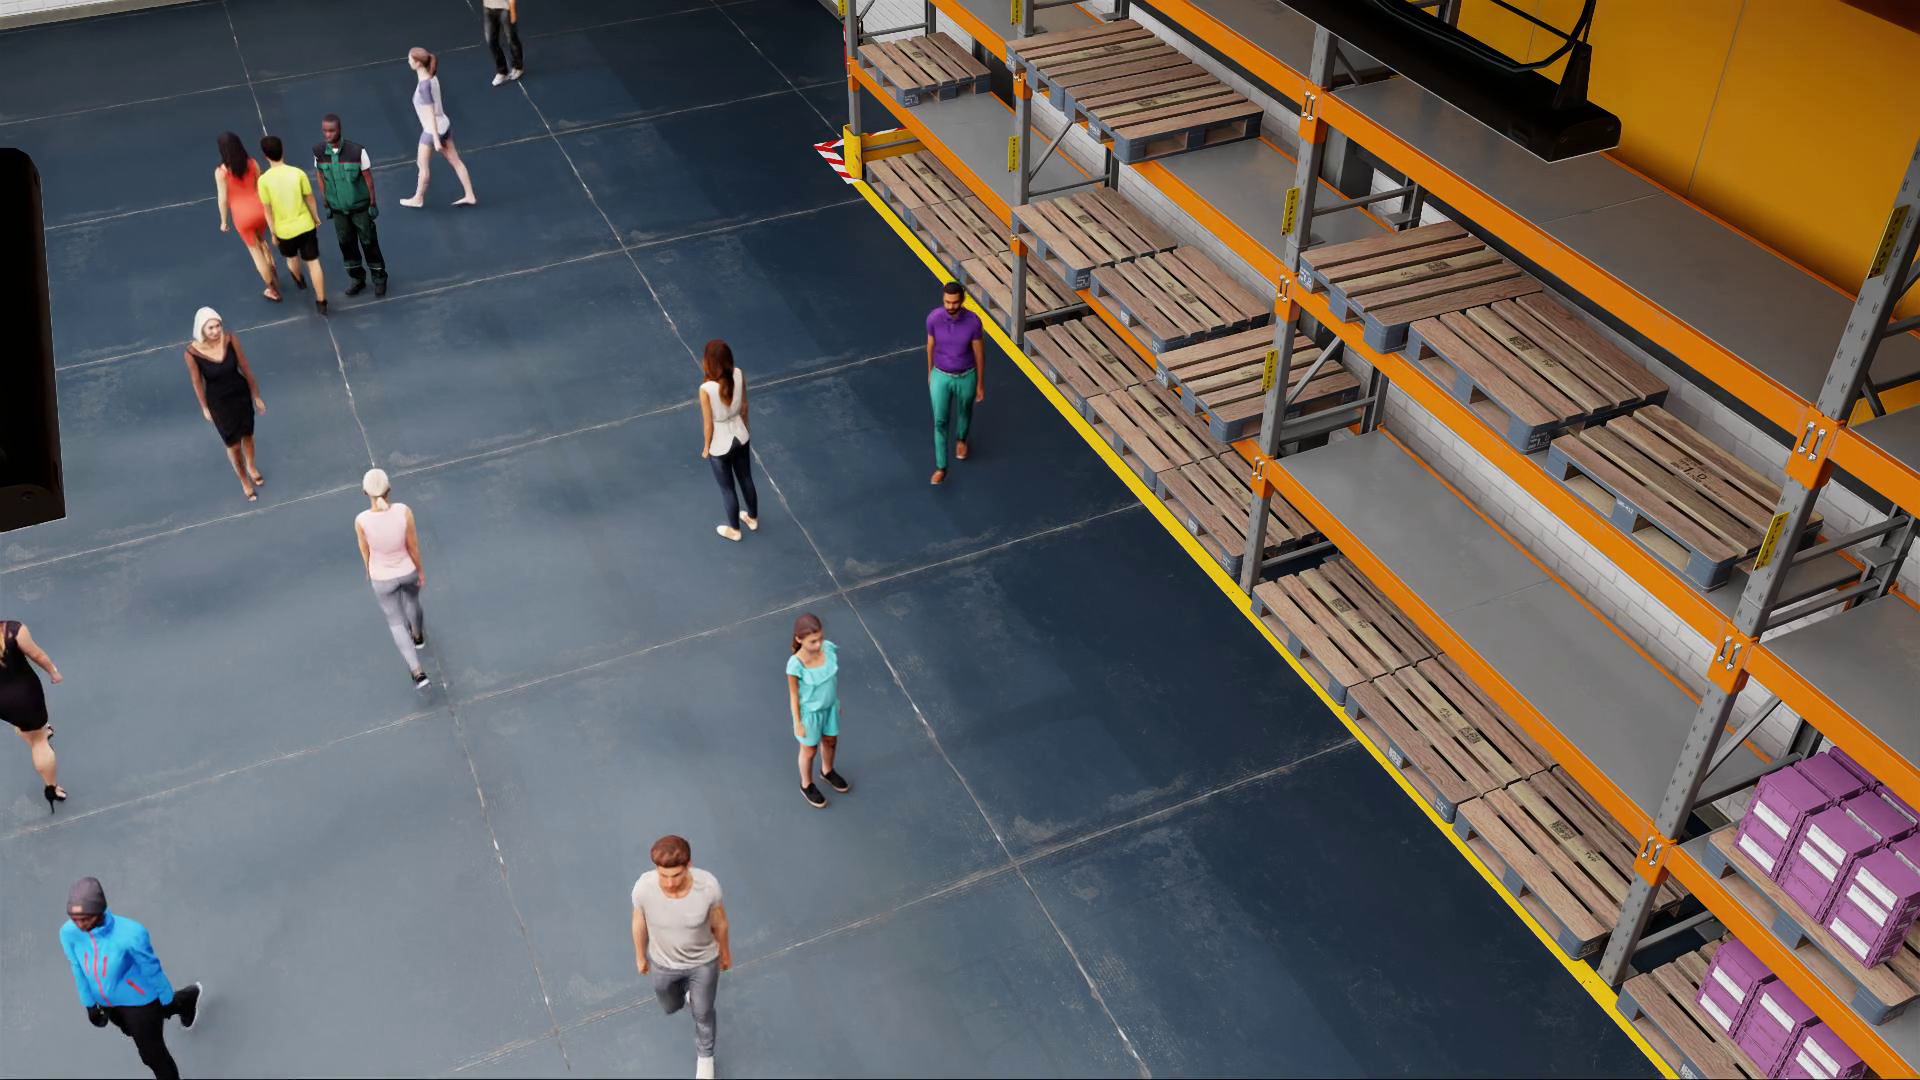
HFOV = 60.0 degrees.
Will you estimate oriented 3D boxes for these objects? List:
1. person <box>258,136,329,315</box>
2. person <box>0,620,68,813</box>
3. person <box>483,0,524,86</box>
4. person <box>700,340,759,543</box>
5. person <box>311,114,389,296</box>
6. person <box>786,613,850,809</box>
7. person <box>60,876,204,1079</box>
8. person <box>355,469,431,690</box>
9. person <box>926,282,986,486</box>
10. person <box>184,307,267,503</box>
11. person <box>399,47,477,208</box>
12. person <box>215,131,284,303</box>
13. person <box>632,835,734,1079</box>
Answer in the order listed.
[{"bbox_3d":[-6.270,-2.922,15.688,0.633,1.662,1.054,-18,42,-21],"label":"person"},{"bbox_3d":[-6.088,1.062,10.682,0.769,1.683,1.032,-11,40,-14],"label":"person"},{"bbox_3d":[-5.473,-6.415,19.953,0.904,1.798,0.965,11,40,14],"label":"person"},{"bbox_3d":[-1.787,-0.764,12.888,0.640,1.784,0.663,32,48,33],"label":"person"},{"bbox_3d":[-5.830,-3.207,15.902,0.773,1.840,0.760,0,39,0],"label":"person"},{"bbox_3d":[-0.939,1.077,10.763,0.605,1.558,0.609,-30,47,-32],"label":"person"},{"bbox_3d":[-4.436,2.379,8.961,0.985,1.772,1.163,4,39,5],"label":"person"},{"bbox_3d":[-3.941,0.292,11.633,0.582,1.699,1.086,-19,42,-22],"label":"person"},{"bbox_3d":[-0.024,-1.394,13.716,0.979,1.735,1.147,3,39,4],"label":"person"},{"bbox_3d":[-5.922,-1.163,13.435,0.671,1.724,0.751,-26,46,-29],"label":"person"},{"bbox_3d":[-5.357,-4.249,17.292,0.940,1.734,1.040,1,39,1],"label":"person"},{"bbox_3d":[-6.686,-3.032,15.792,0.797,1.704,0.755,23,44,26],"label":"person"},{"bbox_3d":[-1.503,2.201,9.097,0.905,1.882,1.089,-5,39,-6],"label":"person"}]
